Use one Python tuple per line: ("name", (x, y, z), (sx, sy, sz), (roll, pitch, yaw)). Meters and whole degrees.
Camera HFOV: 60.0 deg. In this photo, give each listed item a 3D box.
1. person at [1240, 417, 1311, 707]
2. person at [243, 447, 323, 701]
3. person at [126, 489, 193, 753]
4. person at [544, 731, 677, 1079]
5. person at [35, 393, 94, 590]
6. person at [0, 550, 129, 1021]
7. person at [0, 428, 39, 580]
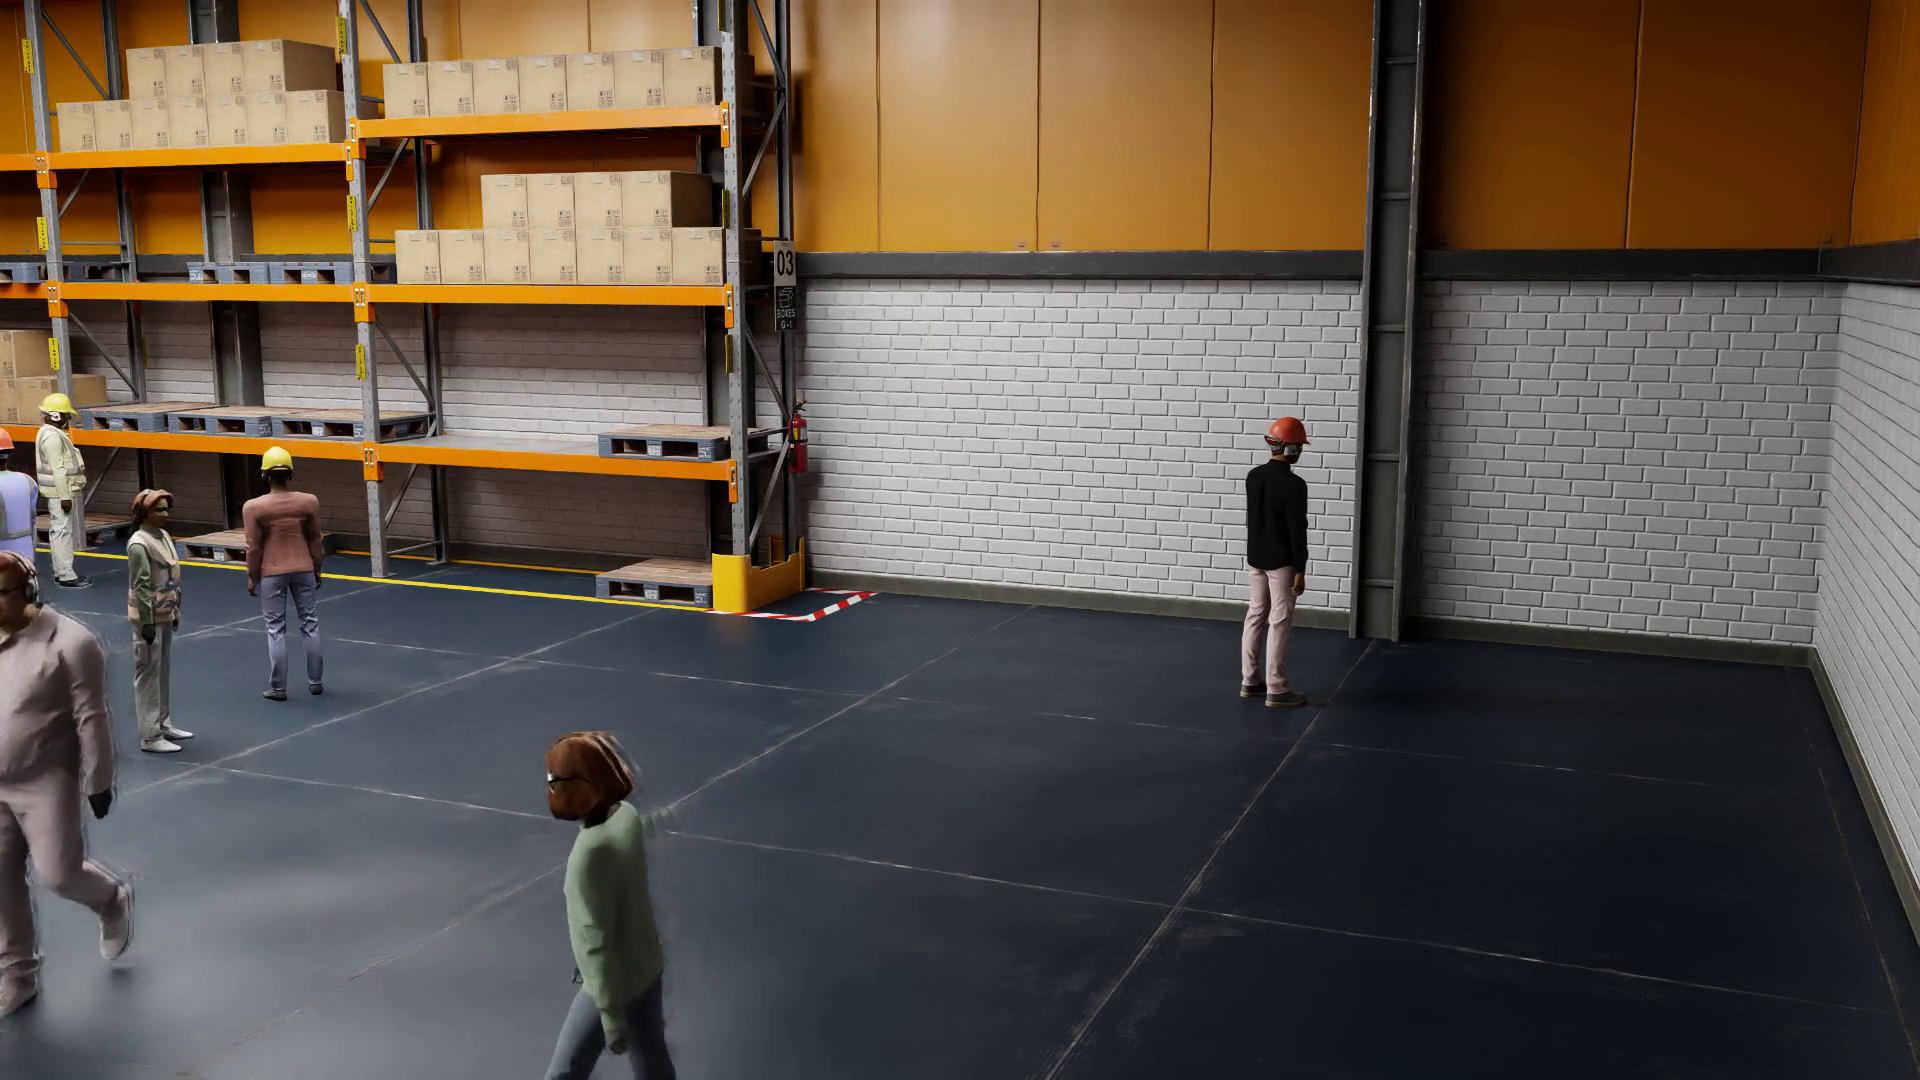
("person", (2.192, 0.148, 11.417), (0.402, 1.986, 0.611), (-5, 11, -28))
("person", (-4.687, 0.235, 11.552), (0.524, 1.769, 0.309), (-8, 12, -40))
("person", (-5.009, 0.495, 10.365), (0.315, 1.636, 0.514), (-2, 10, -9))
("person", (-1.152, 1.374, 5.152), (0.739, 1.603, 0.507), (1, 9, 9))
("person", (-8.376, -0.454, 15.528), (0.404, 1.831, 0.588), (-6, 11, -34))
("person", (-3.783, 0.960, 6.793), (0.657, 1.891, 0.651), (1, 9, 4))
("person", (-6.556, 0.173, 11.405), (0.355, 1.939, 0.544), (1, 9, 8))
